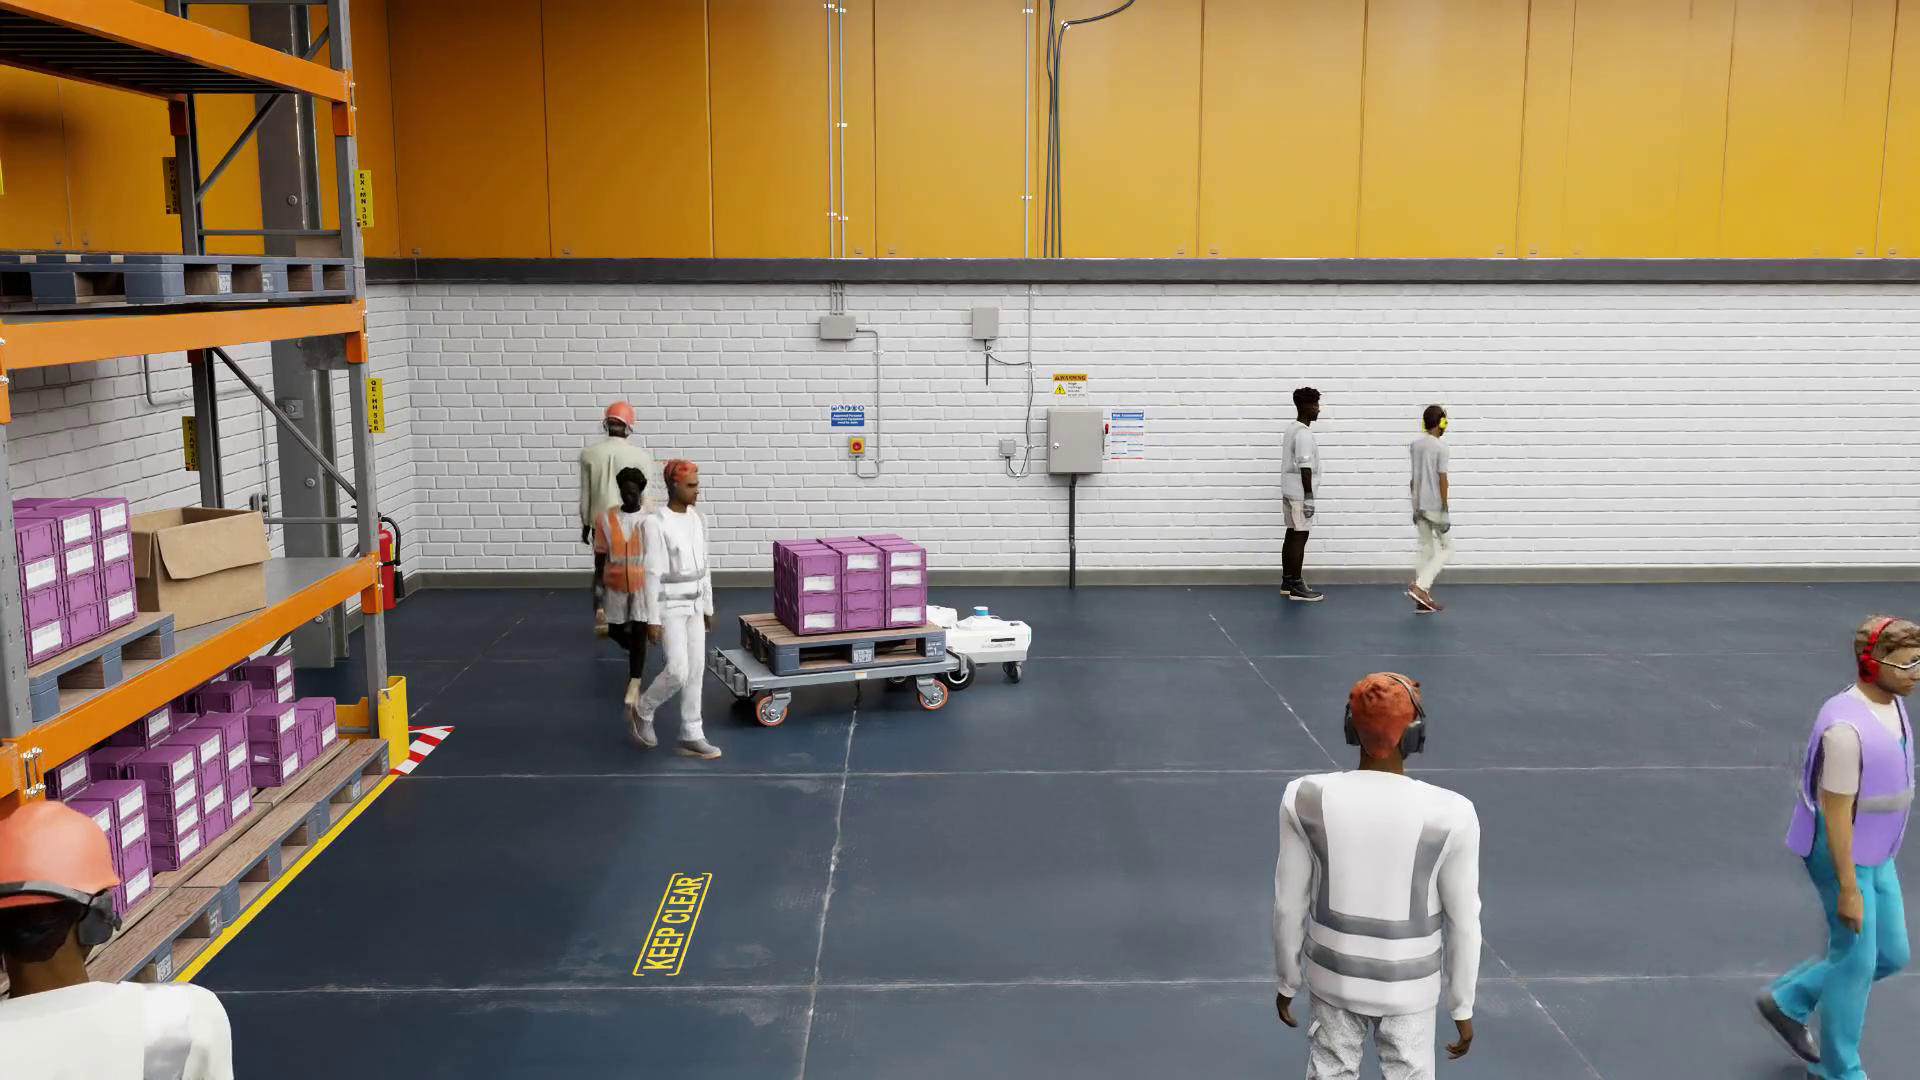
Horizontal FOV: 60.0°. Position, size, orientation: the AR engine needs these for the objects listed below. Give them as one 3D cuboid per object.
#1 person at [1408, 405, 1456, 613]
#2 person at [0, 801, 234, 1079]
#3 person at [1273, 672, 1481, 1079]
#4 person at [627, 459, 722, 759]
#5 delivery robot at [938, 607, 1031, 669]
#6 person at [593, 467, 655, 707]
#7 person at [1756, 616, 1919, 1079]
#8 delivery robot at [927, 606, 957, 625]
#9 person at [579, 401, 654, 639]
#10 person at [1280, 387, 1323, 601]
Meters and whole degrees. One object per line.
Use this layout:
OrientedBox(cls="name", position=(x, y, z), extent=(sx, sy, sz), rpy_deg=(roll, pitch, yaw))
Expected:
OrientedBox(cls="person", position=(4.156, -0.264, 14.667), extent=(0.433, 1.838, 0.570), rpy_deg=(-4, 10, -23))
OrientedBox(cls="person", position=(-1.699, 1.503, 3.229), extent=(0.605, 2.035, 0.392), rpy_deg=(-5, 11, -30))
OrientedBox(cls="person", position=(1.208, 1.312, 4.858), extent=(0.584, 1.882, 0.337), rpy_deg=(4, 10, 21))
OrientedBox(cls="person", position=(-1.760, 0.432, 10.283), extent=(0.538, 1.873, 0.606), rpy_deg=(5, 10, 28))
OrientedBox(cls="delivery robot", position=(0.155, 0.732, 12.192), extent=(0.707, 0.478, 0.477), rpy_deg=(-2, 9, -13))
OrientedBox(cls="person", position=(-2.301, 0.292, 11.735), extent=(0.529, 1.673, 0.650), rpy_deg=(0, 9, 0))
OrientedBox(cls="person", position=(3.205, 1.156, 6.006), extent=(0.447, 1.822, 0.583), rpy_deg=(9, 13, 44))
OrientedBox(cls="delivery robot", position=(-0.319, 0.666, 12.596), extent=(0.477, 0.478, 0.707), rpy_deg=(5, 10, 29))
OrientedBox(cls="person", position=(-2.785, -0.132, 13.454), extent=(0.619, 1.968, 0.664), rpy_deg=(0, 9, -1))
OrientedBox(cls="person", position=(3.142, -0.432, 15.303), extent=(0.367, 1.965, 0.607), rpy_deg=(-1, 9, -4))
